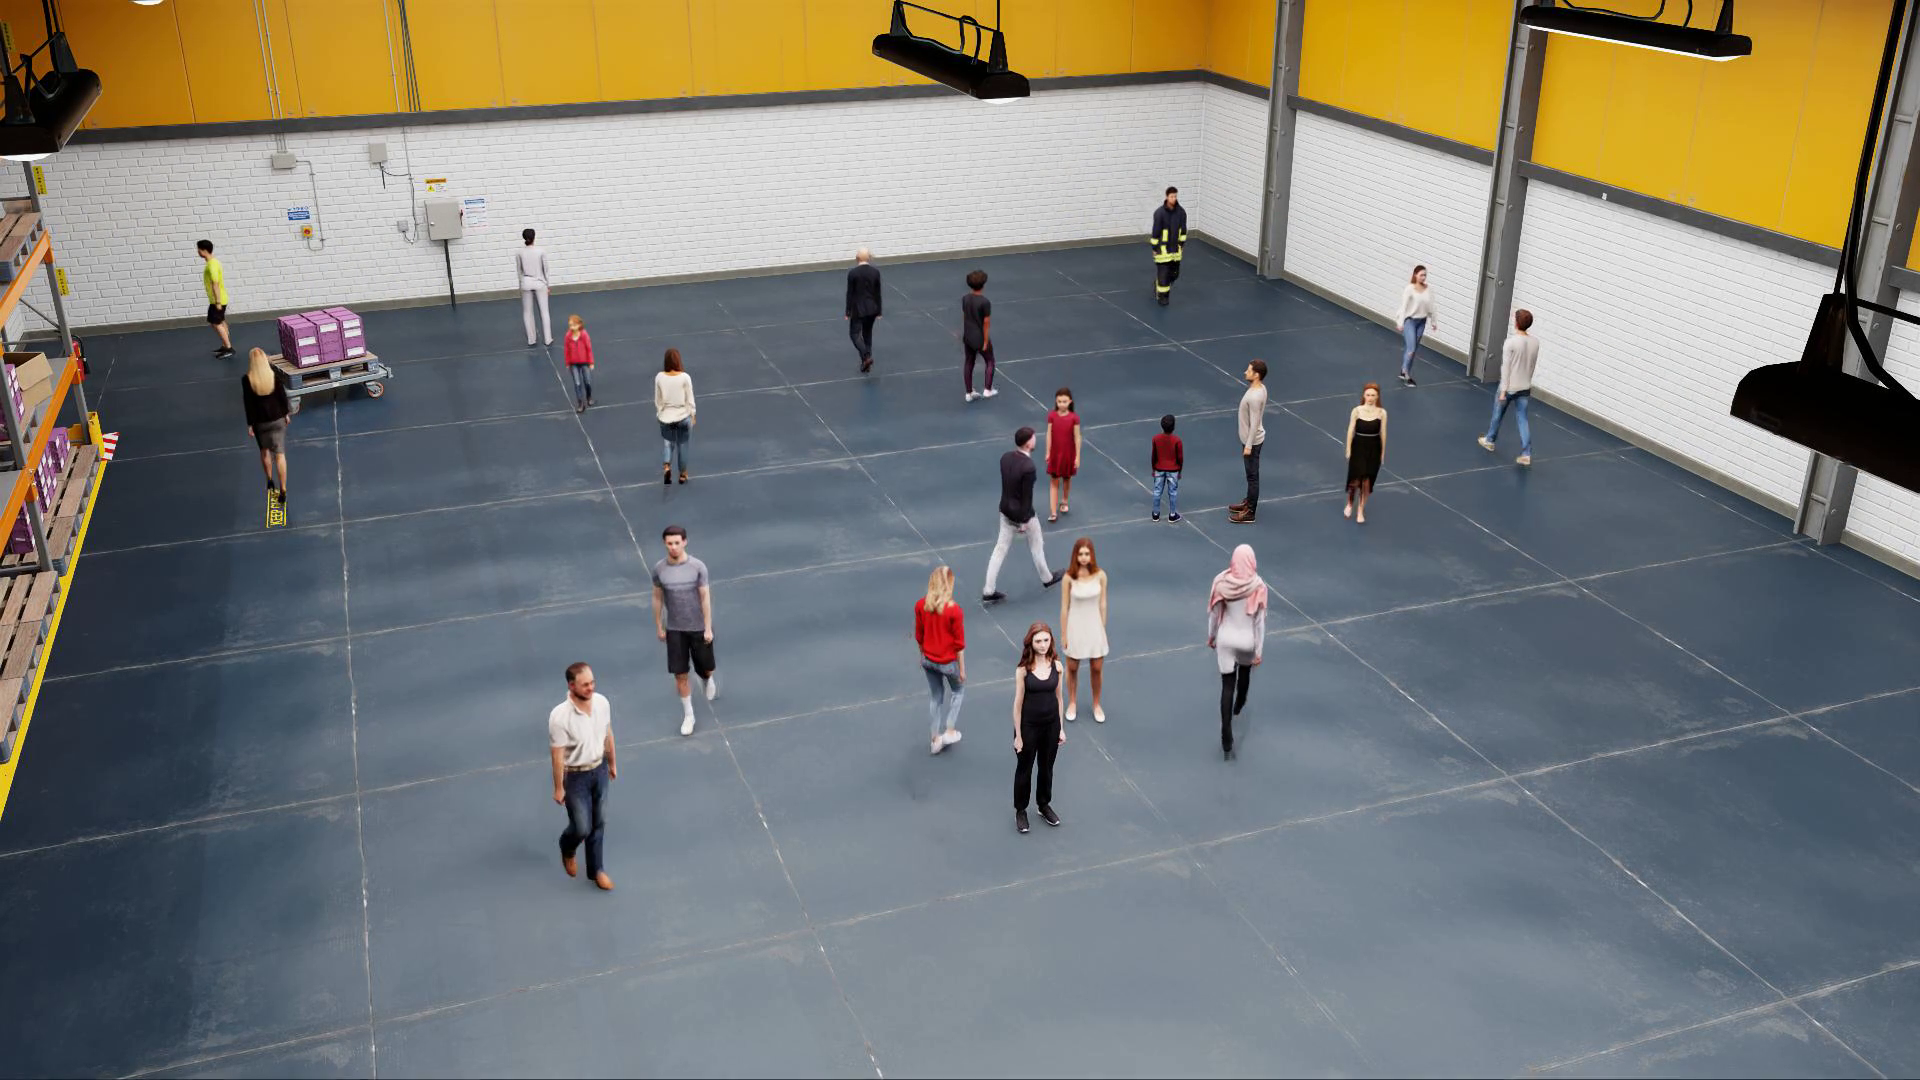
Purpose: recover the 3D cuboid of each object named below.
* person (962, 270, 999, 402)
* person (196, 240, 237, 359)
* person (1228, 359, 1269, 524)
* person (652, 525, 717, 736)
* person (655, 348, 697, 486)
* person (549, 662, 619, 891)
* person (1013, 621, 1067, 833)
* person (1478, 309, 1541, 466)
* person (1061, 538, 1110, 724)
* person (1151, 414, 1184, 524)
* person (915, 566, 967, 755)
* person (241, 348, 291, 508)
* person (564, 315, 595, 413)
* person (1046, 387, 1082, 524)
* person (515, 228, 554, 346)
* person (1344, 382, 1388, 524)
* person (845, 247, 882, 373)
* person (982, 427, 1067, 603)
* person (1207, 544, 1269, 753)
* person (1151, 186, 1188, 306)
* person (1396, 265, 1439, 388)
[{"bbox_3d":[0.183,-2.708,22.224,0.832,1.765,0.889,13,27,26],"label":"person"},{"bbox_3d":[-10.742,-3.519,24.161,0.723,1.701,0.506,-9,25,-21],"label":"person"},{"bbox_3d":[3.240,-1.108,18.434,0.799,1.868,0.679,3,24,8],"label":"person"},{"bbox_3d":[-2.320,0.714,14.290,0.908,1.850,1.051,2,24,4],"label":"person"},{"bbox_3d":[-3.324,-1.389,19.327,0.805,1.669,0.901,3,24,7],"label":"person"},{"bbox_3d":[-2.795,1.675,12.103,0.833,1.840,0.891,-21,31,-39],"label":"person"},{"bbox_3d":[0.594,1.414,12.816,0.574,1.748,0.516,-9,25,-20],"label":"person"},{"bbox_3d":[6.737,-1.784,19.999,0.767,1.855,1.245,-5,24,-12],"label":"person"},{"bbox_3d":[1.060,0.758,14.363,0.641,1.710,0.636,-1,24,-2],"label":"person"},{"bbox_3d":[2.300,-0.802,18.500,0.588,1.256,0.633,7,25,17],"label":"person"},{"bbox_3d":[-0.191,1.044,13.744,0.747,1.683,0.809,12,26,25],"label":"person"},{"bbox_3d":[-7.790,-1.248,18.820,0.755,1.816,0.973,-14,27,-28],"label":"person"},{"bbox_3d":[-5.011,-2.350,21.973,0.618,1.310,0.682,-1,24,-2],"label":"person"},{"bbox_3d":[1.164,-0.982,18.591,0.873,1.513,1.083,4,24,9],"label":"person"},{"bbox_3d":[-6.331,-3.762,24.676,0.662,1.733,0.616,-3,24,-7],"label":"person"},{"bbox_3d":[4.515,-0.995,18.491,0.690,1.617,0.749,3,24,7],"label":"person"},{"bbox_3d":[-1.331,-3.182,23.282,0.737,1.786,0.880,-11,26,-23],"label":"person"},{"bbox_3d":[0.486,-0.207,16.474,0.998,1.789,1.226,-18,29,-35],"label":"person"},{"bbox_3d":[2.308,0.931,13.922,1.112,1.747,1.282,6,24,14],"label":"person"},{"bbox_3d":[3.296,-4.744,26.695,0.786,1.914,0.852,-7,25,-16],"label":"person"},{"bbox_3d":[6.247,-2.999,23.009,0.635,1.670,0.805,-8,25,-18],"label":"person"}]
